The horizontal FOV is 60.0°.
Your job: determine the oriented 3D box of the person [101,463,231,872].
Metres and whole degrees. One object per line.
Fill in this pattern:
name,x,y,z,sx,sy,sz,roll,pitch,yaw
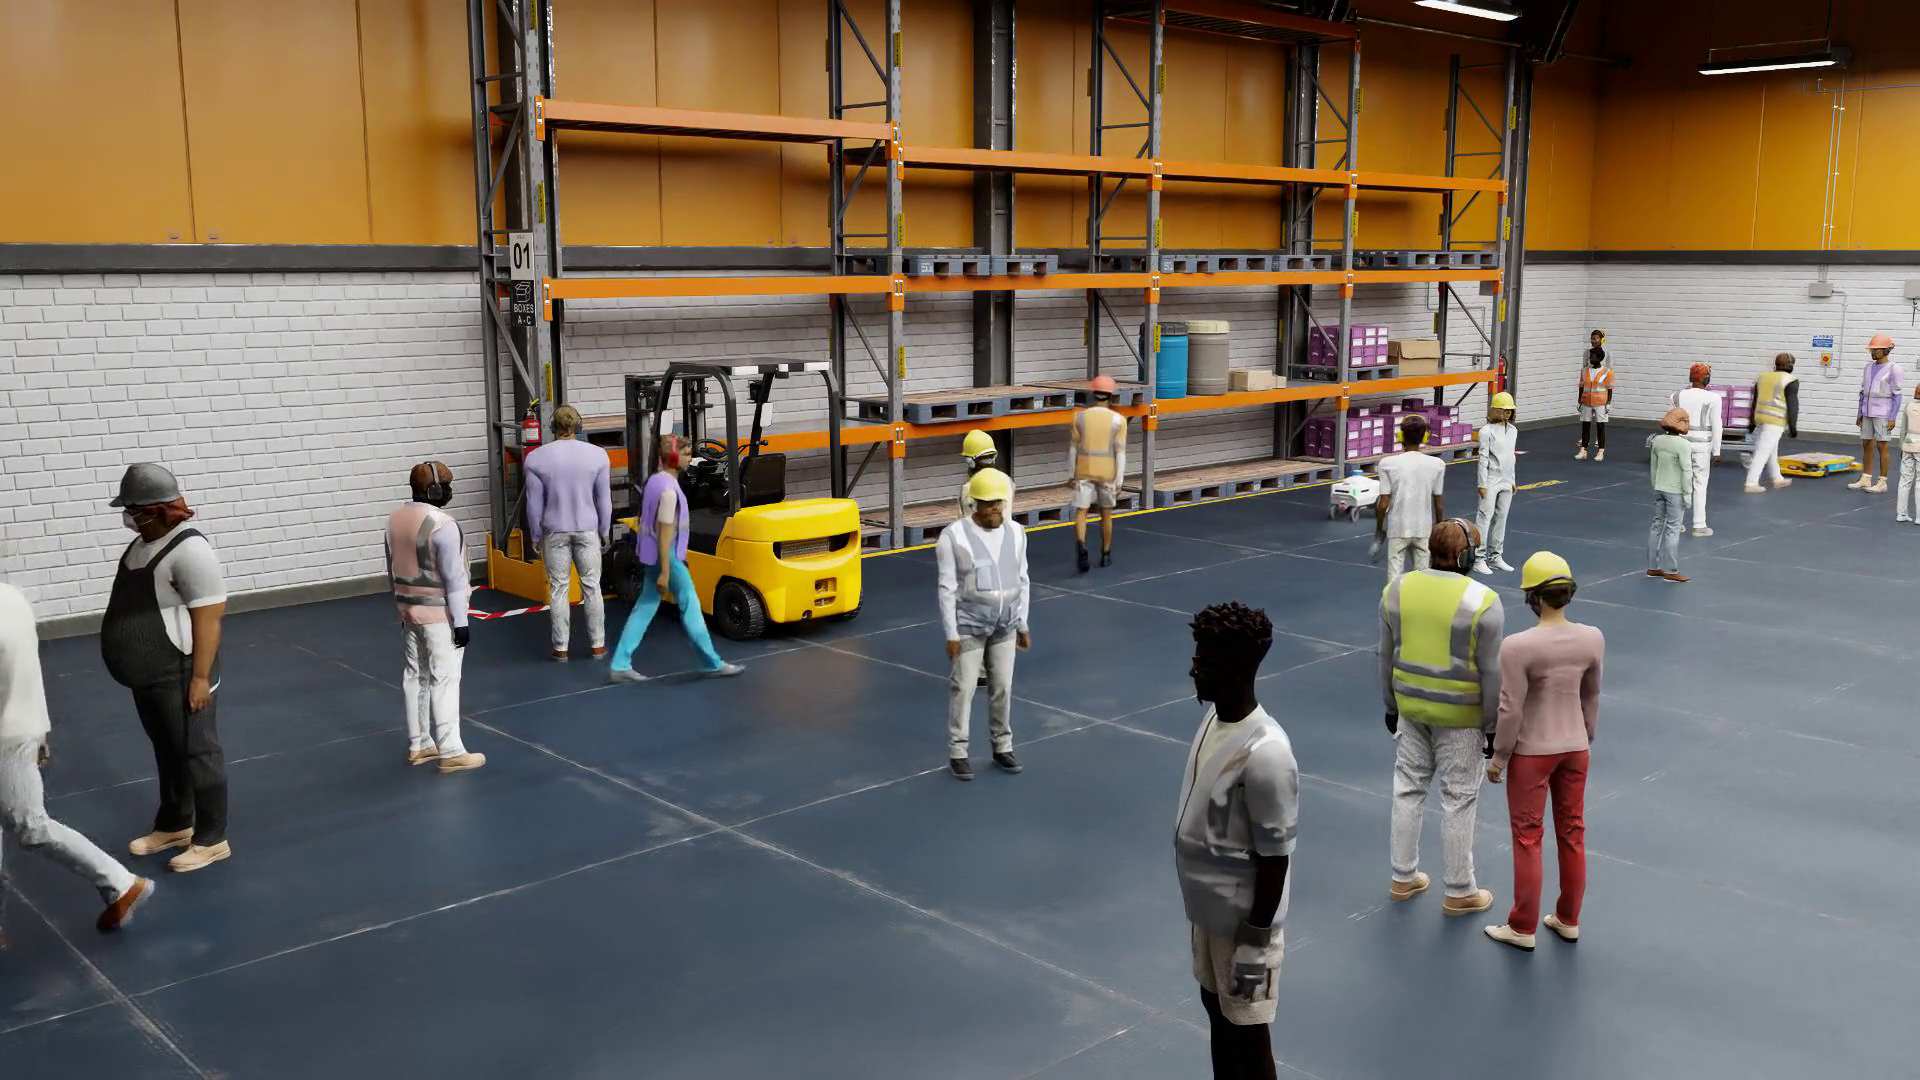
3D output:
person,-3.951,0.620,8.247,0.684,2.000,0.536,8,13,40

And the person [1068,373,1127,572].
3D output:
person,1.315,-0.643,16.007,0.574,1.915,0.800,1,10,7

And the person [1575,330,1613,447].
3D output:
person,10.141,-2.419,26.547,0.309,1.868,0.535,-9,13,-43

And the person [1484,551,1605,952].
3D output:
person,2.552,0.924,7.298,0.523,1.760,0.327,-3,10,-18

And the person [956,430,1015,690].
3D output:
person,0.155,0.140,11.678,0.403,1.829,0.591,6,11,30

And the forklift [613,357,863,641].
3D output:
forklift,-1.847,-0.414,13.852,1.214,2.155,2.313,-9,13,-42

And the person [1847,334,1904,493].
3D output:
person,11.765,-1.623,21.374,0.383,2.041,0.616,-2,10,-14

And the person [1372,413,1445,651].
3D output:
person,3.365,-0.017,12.482,0.525,1.870,0.319,1,10,3

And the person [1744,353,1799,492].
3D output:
person,10.532,-1.505,21.449,0.912,1.790,0.631,-2,10,-12

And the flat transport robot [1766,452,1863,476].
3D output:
flat transport robot,11.983,-1.065,23.291,1.431,0.197,0.652,-7,12,-36

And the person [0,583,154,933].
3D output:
person,-4.086,0.869,7.232,0.919,1.893,0.641,-3,10,-17

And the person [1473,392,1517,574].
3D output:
person,5.164,-0.546,15.947,0.493,1.743,0.301,-6,11,-32

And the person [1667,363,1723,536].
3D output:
person,7.983,-0.983,18.090,0.338,1.882,0.583,-8,13,-41

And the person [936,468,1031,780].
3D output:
person,0.149,0.480,9.697,0.596,1.829,0.403,-5,11,-27

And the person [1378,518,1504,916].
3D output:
person,2.250,0.808,7.731,0.429,1.842,0.630,-9,13,-42

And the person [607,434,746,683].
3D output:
person,-2.068,0.142,11.813,0.989,1.790,0.587,-4,10,-21

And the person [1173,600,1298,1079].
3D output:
person,0.861,1.158,5.313,0.367,1.966,0.604,-2,10,-9

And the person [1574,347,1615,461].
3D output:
person,9.418,-2.018,24.691,0.317,1.697,0.540,-9,13,-43

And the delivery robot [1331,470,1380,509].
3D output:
delivery robot,4.600,-0.566,19.250,0.477,0.478,0.707,9,14,42

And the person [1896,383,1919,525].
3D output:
person,10.865,-0.986,18.835,0.314,1.636,0.515,-3,10,-17

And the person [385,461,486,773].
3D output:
person,-3.104,0.447,9.846,0.633,1.841,0.429,8,12,38

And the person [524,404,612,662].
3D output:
person,-2.921,-0.048,12.456,0.629,1.940,0.378,-3,10,-15

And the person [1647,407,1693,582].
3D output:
person,6.662,-0.428,15.577,0.289,1.633,0.498,-3,10,-17
